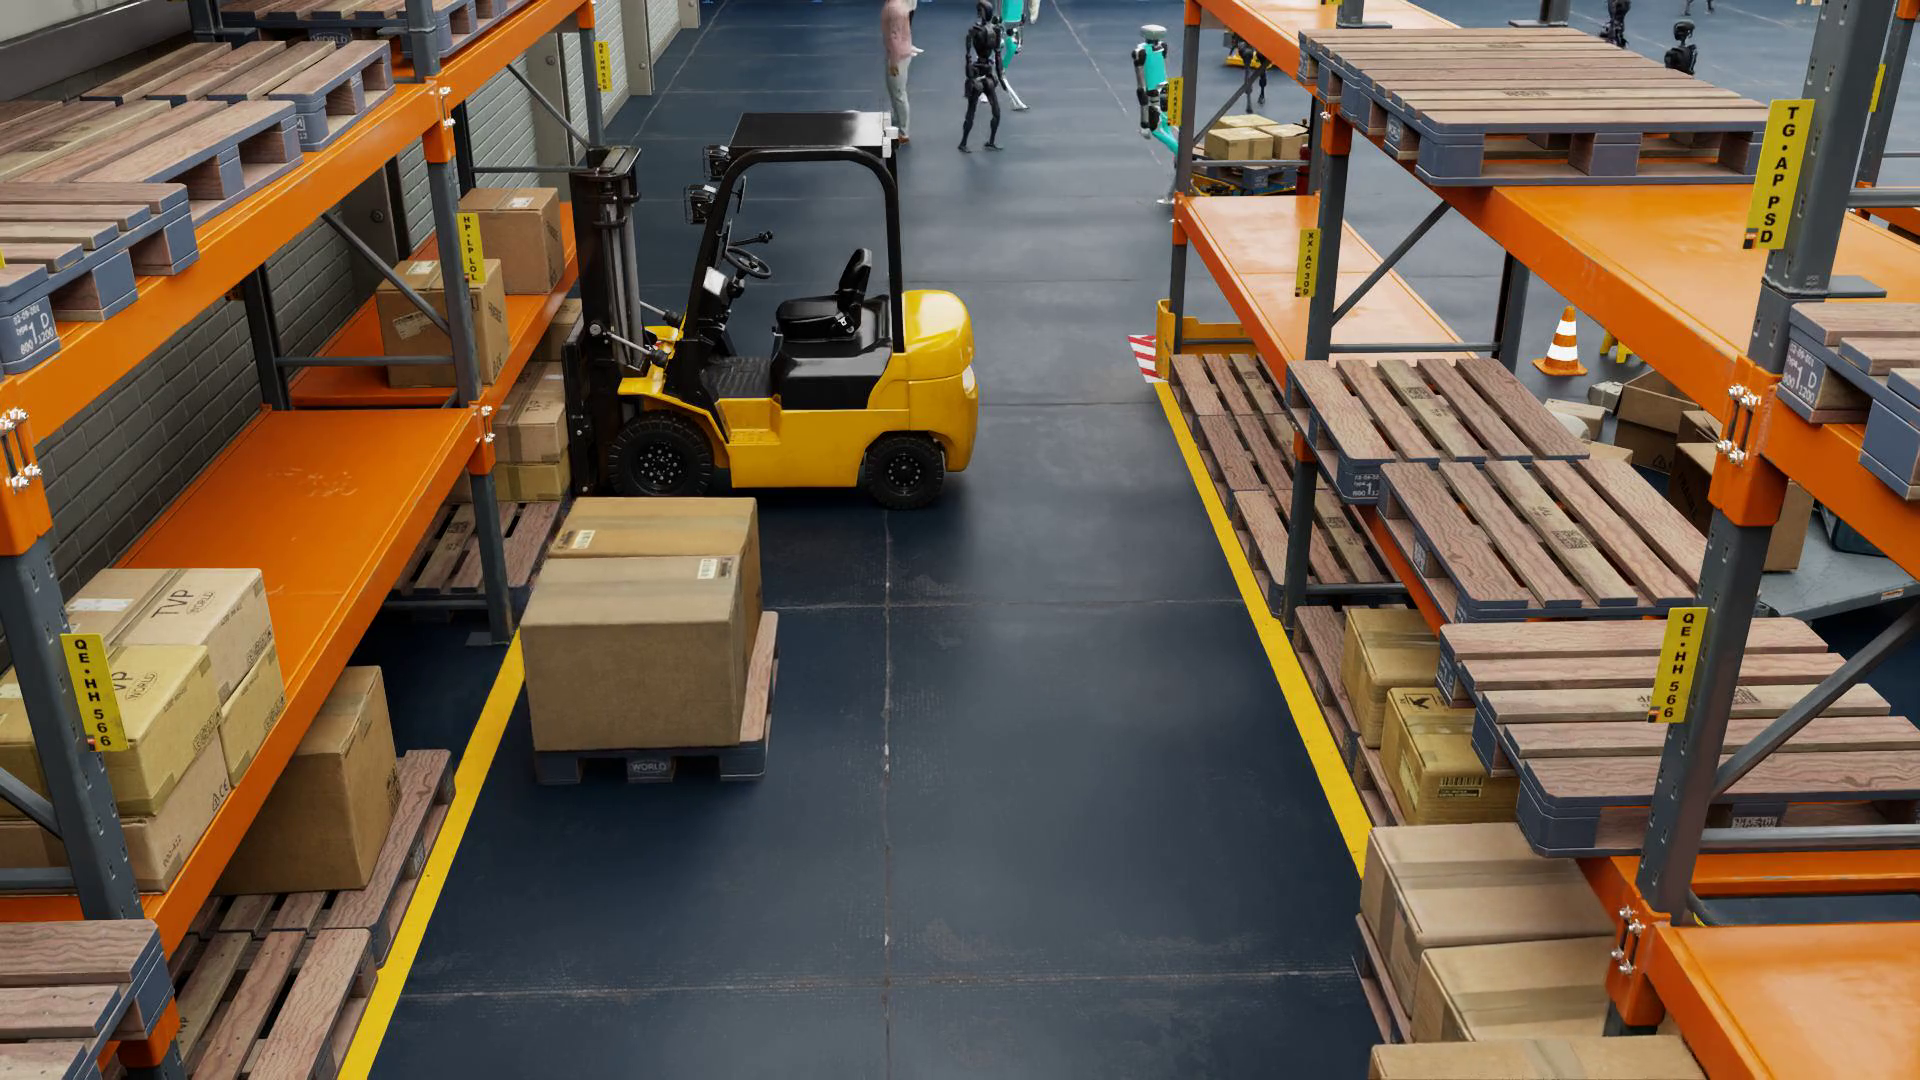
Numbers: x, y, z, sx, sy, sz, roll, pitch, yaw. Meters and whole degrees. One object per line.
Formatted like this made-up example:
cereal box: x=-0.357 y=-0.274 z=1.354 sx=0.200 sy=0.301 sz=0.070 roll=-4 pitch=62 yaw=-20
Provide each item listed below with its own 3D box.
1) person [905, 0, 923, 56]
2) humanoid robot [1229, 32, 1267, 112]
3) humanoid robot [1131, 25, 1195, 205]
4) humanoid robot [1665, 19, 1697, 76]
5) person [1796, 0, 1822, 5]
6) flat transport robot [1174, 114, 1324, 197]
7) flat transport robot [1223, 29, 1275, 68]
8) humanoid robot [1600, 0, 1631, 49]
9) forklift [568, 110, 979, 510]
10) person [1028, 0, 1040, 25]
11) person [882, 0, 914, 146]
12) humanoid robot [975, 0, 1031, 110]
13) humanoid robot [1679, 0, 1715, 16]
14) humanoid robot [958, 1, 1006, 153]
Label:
person: x=-0.766 y=-8.212 z=24.785 sx=0.374 sy=1.900 sz=0.541 roll=7 pitch=26 yaw=15
humanoid robot: x=3.721 y=-6.296 z=21.025 sx=0.615 sy=1.629 sz=0.749 roll=4 pitch=26 yaw=8
humanoid robot: x=2.058 y=-4.067 z=16.285 sx=0.768 sy=1.847 sz=0.546 roll=17 pitch=30 yaw=32
humanoid robot: x=7.535 y=-4.581 z=17.352 sx=0.591 sy=1.638 sz=0.550 roll=-19 pitch=31 yaw=-35
person: x=15.366 y=-10.560 z=29.770 sx=0.519 sy=1.893 sz=0.401 roll=23 pitch=33 yaw=39
flat transport robot: x=2.969 y=-3.683 z=17.102 sx=1.431 sy=0.231 sz=0.659 roll=-16 pitch=30 yaw=-31
flat transport robot: x=4.599 y=-7.123 z=24.388 sx=0.659 sy=0.231 sz=1.431 roll=22 pitch=33 yaw=39
humanoid robot: x=8.452 y=-6.465 z=21.402 sx=0.791 sy=1.623 sz=0.590 roll=15 pitch=29 yaw=29
forklift: x=-1.043 y=-1.379 z=9.976 sx=2.313 sy=2.155 sz=1.214 roll=-1 pitch=25 yaw=-2
person: x=1.215 y=-9.560 z=27.871 sx=0.584 sy=1.699 sz=0.907 roll=7 pitch=26 yaw=15
person: x=-0.728 y=-5.494 z=19.004 sx=0.401 sy=1.923 sz=0.678 roll=-1 pitch=25 yaw=-2
humanoid robot: x=0.463 y=-6.282 z=20.912 sx=0.530 sy=1.770 sz=0.943 roll=-21 pitch=33 yaw=-37
humanoid robot: x=12.798 y=-9.831 z=28.550 sx=0.785 sy=1.638 sz=0.583 roll=-16 pitch=30 yaw=-31
humanoid robot: x=0.243 y=-5.209 z=18.685 sx=0.464 sy=1.645 sz=0.589 roll=22 pitch=33 yaw=39
